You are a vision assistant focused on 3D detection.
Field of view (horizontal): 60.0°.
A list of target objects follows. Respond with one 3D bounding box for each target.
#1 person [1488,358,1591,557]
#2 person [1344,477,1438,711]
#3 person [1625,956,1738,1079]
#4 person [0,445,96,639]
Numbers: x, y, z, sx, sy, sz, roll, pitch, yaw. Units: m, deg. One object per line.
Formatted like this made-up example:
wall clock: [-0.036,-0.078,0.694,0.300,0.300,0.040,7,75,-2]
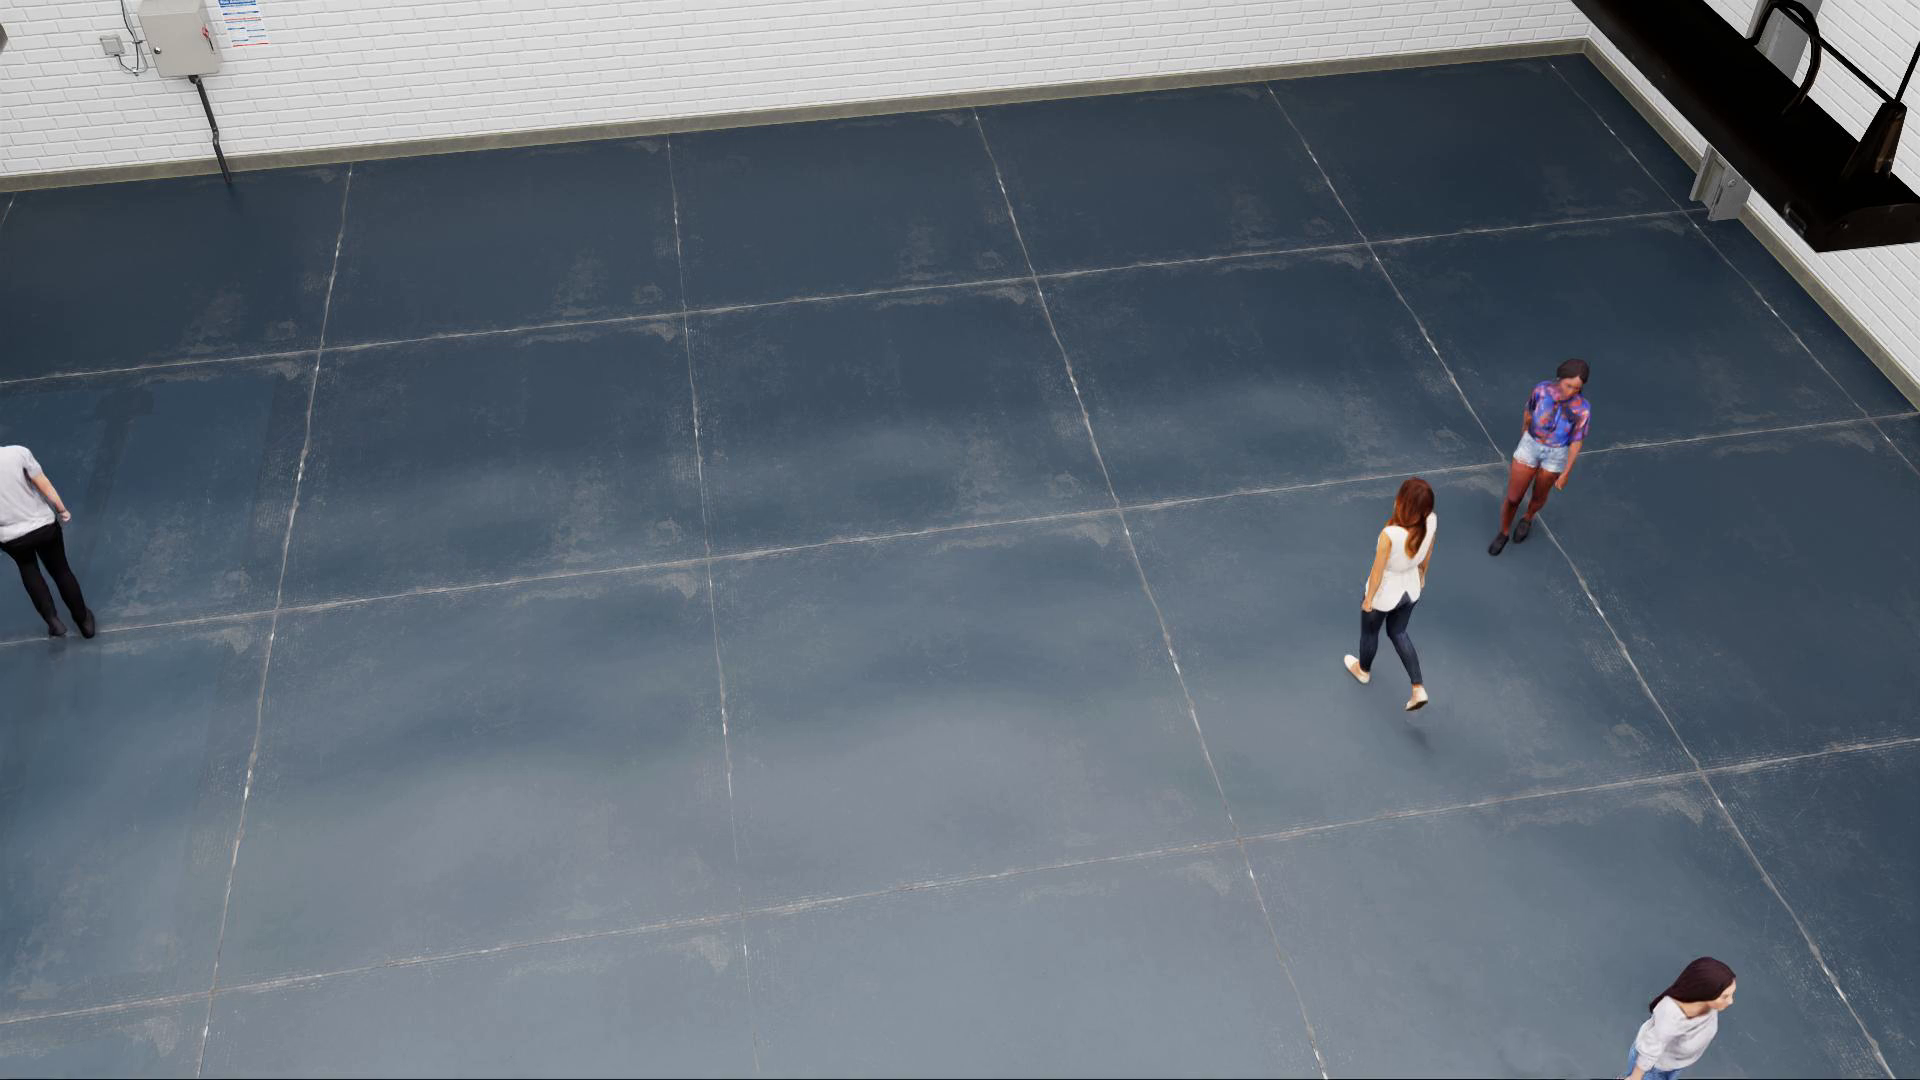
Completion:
person: [3.985,-0.615,11.343,0.829,1.708,0.894,31,52,28]
person: [2.734,0.374,10.260,0.754,1.769,1.003,-19,47,-18]
person: [3.361,2.486,8.152,0.733,1.619,0.765,-27,50,-26]
person: [-5.955,-0.015,10.610,0.758,1.850,0.752,-18,47,-18]
